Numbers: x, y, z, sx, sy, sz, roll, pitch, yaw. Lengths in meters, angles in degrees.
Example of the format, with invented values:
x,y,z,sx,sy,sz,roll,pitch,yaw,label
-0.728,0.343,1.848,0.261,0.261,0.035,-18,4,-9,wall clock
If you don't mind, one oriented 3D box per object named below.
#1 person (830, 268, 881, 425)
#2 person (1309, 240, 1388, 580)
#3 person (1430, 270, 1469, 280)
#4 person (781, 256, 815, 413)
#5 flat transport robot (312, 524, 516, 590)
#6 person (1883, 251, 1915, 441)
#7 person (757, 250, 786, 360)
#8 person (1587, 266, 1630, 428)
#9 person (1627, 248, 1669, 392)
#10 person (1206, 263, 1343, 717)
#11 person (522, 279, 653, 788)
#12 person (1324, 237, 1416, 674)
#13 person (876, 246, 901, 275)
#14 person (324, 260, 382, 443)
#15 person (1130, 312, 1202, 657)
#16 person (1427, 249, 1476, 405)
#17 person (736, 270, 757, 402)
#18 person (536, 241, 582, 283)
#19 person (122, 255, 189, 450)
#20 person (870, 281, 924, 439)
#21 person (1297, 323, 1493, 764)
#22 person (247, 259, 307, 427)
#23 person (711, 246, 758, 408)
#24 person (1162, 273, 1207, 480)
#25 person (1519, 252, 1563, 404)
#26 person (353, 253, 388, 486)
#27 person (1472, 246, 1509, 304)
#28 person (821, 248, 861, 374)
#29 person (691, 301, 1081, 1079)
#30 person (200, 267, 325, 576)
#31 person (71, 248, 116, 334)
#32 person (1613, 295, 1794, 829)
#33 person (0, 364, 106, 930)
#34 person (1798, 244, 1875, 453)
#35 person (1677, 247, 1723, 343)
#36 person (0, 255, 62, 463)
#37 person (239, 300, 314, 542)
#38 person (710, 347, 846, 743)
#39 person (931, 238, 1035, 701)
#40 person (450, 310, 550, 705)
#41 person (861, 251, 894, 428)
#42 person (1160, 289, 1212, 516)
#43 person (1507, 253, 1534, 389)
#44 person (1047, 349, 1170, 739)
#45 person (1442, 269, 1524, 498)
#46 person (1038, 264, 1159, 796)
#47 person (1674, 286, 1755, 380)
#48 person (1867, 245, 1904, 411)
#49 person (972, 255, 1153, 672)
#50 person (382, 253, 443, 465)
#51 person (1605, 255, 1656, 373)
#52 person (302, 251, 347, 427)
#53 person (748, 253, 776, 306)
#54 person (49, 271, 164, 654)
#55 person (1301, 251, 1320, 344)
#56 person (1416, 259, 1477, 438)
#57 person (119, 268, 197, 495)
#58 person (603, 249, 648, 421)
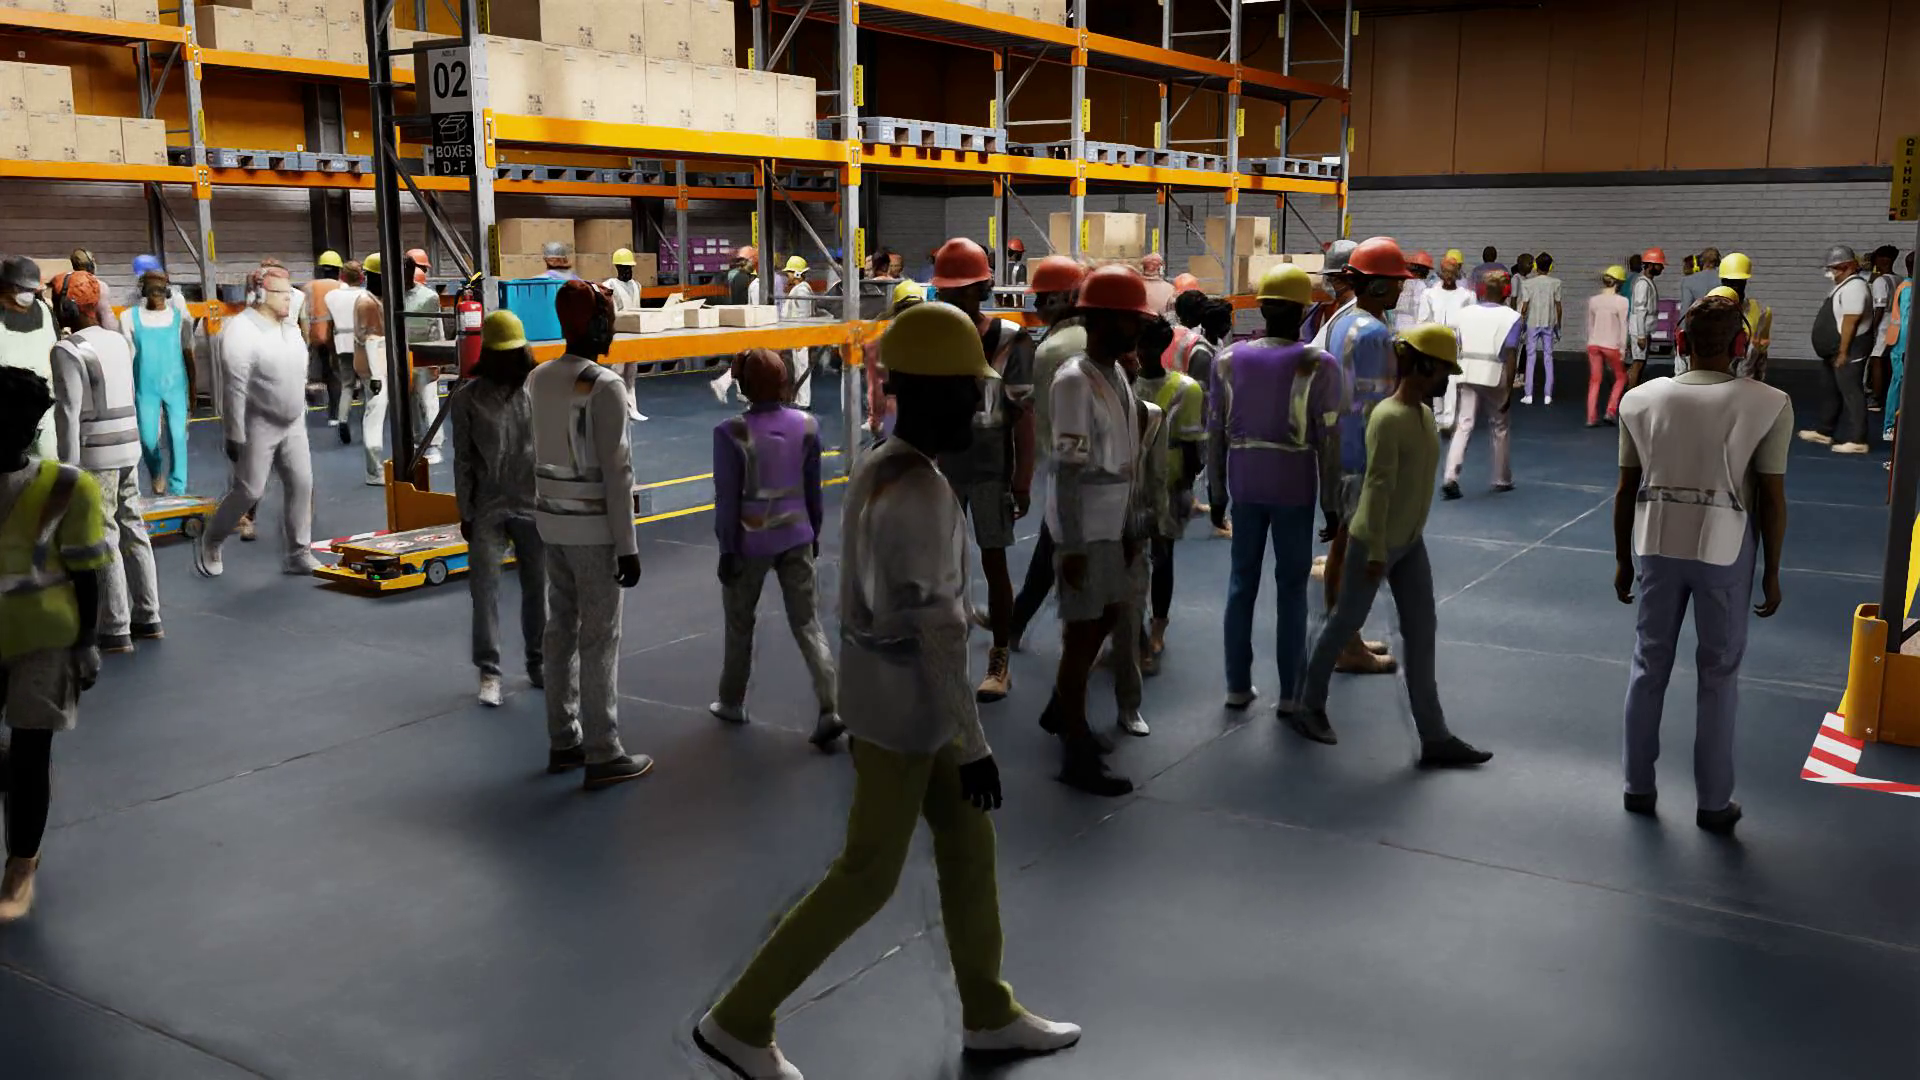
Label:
x,y,z,sx,sy,sz,roll,pitch,yaw,label
-1.127,-2.182,18.105,0.599,1.908,0.398,-5,11,-25,person
2.292,-0.788,9.997,0.535,2.000,0.683,3,11,15,person
7.046,-3.204,23.935,0.636,1.842,0.429,-2,10,-12,person
-1.896,-2.394,19.471,0.404,1.833,0.592,-2,10,-10,person
-3.144,0.066,10.171,0.652,0.197,1.431,7,12,34,flat transport robot
9.554,-1.955,16.800,0.386,1.918,0.596,6,12,29,person
-2.709,-3.099,23.223,0.595,1.896,0.480,8,13,37,person
6.999,-2.073,17.938,0.507,1.746,0.550,-7,12,-33,person
8.033,-2.441,19.473,0.389,1.930,0.544,6,12,29,person
1.351,-0.212,7.129,0.594,1.922,0.386,7,12,32,person
-1.395,-0.022,6.202,0.354,1.880,0.577,-10,14,-44,person
1.913,-0.395,7.845,0.395,2.040,0.610,0,10,-1,person
-1.307,-3.938,27.815,0.632,1.916,0.742,5,11,26,person
-5.985,-1.854,16.498,0.581,1.827,0.544,-1,10,-5,person
0.908,-0.266,8.074,0.538,1.679,0.370,4,11,22,person
5.877,-2.528,19.994,0.610,1.908,0.412,1,10,5,person
-2.624,-2.597,20.814,0.338,1.757,0.518,4,11,23,person
-4.427,-2.276,18.241,0.778,2.000,0.699,9,14,41,person
-7.804,-1.836,16.242,0.630,1.892,1.033,-2,10,-9,person
-0.346,-0.842,11.096,0.530,1.755,0.341,-6,12,-29,person
1.686,0.009,6.523,0.847,1.705,0.605,9,13,40,person
-6.751,-1.861,16.509,0.562,1.837,0.388,-9,13,-40,person
-2.634,-2.538,19.931,0.677,1.960,0.626,-4,11,-21,person
1.909,-1.382,14.111,0.566,1.744,0.350,7,12,33,person
7.188,-2.619,20.612,0.521,1.874,0.327,2,10,11,person
-4.817,-1.410,13.793,0.399,1.915,0.589,-3,11,-15,person
8.417,-3.711,26.506,0.627,1.933,0.368,-2,10,-12,person
-1.741,-3.466,25.202,0.891,1.908,0.629,-8,13,-38,person
-0.187,0.384,3.933,0.925,1.892,0.590,-1,10,-5,person
-4.232,-0.698,9.966,0.814,1.872,0.653,3,11,17,person
-8.700,-1.939,16.658,0.631,1.940,0.372,3,11,16,person
2.537,0.081,5.759,0.559,1.836,0.394,8,13,39,person
-2.852,0.290,5.032,0.551,1.664,0.553,-3,11,-14,person
8.553,-1.894,16.127,0.549,2.000,0.849,4,11,22,person
8.682,-2.430,19.376,0.635,1.937,0.354,1,10,3,person
-6.670,-1.095,11.697,1.194,2.000,0.696,8,13,38,person
-4.709,-0.852,11.429,0.526,1.650,0.747,-1,10,-5,person
-0.744,0.019,6.754,0.547,1.601,0.823,-8,13,-37,person
0.022,-0.302,7.341,0.611,2.032,0.411,4,11,20,person
-1.959,-0.139,7.289,0.483,1.717,0.495,-5,11,-25,person
-0.814,-2.115,17.736,0.599,1.908,0.397,-9,13,-40,person
1.653,-0.957,11.918,0.669,1.665,0.566,-3,11,-18,person
7.664,-3.000,22.803,0.329,1.842,0.509,7,13,36,person
0.602,-0.006,6.778,0.513,1.639,0.311,-1,10,-7,person
4.137,-1.230,13.125,0.569,1.807,0.963,9,14,42,person
0.449,-0.047,6.183,0.550,1.938,0.704,5,11,25,person
4.705,-0.708,10.394,0.484,1.737,0.307,9,14,41,person
10.960,-2.518,19.789,0.613,1.965,0.361,-9,14,-41,person
0.478,-0.363,7.889,1.083,1.935,0.646,5,11,26,person
-4.939,-1.627,15.042,0.609,1.906,0.412,3,11,17,person
10.241,-3.435,25.337,0.962,1.792,0.538,-5,11,-26,person
-6.848,-2.215,18.309,0.604,1.890,0.856,0,10,2,person
-2.142,-2.182,18.160,0.355,1.883,0.575,-1,10,-5,person
-4.239,-0.379,8.203,0.356,1.876,0.574,1,10,4,person
5.454,-3.583,26.027,0.339,1.845,0.514,7,12,33,person
5.010,-1.979,17.194,0.583,1.829,1.002,4,11,23,person
-6.056,-1.147,12.600,0.512,1.825,0.710,-5,11,-25,person
-3.718,-2.265,18.496,0.370,1.925,0.594,6,12,30,person
